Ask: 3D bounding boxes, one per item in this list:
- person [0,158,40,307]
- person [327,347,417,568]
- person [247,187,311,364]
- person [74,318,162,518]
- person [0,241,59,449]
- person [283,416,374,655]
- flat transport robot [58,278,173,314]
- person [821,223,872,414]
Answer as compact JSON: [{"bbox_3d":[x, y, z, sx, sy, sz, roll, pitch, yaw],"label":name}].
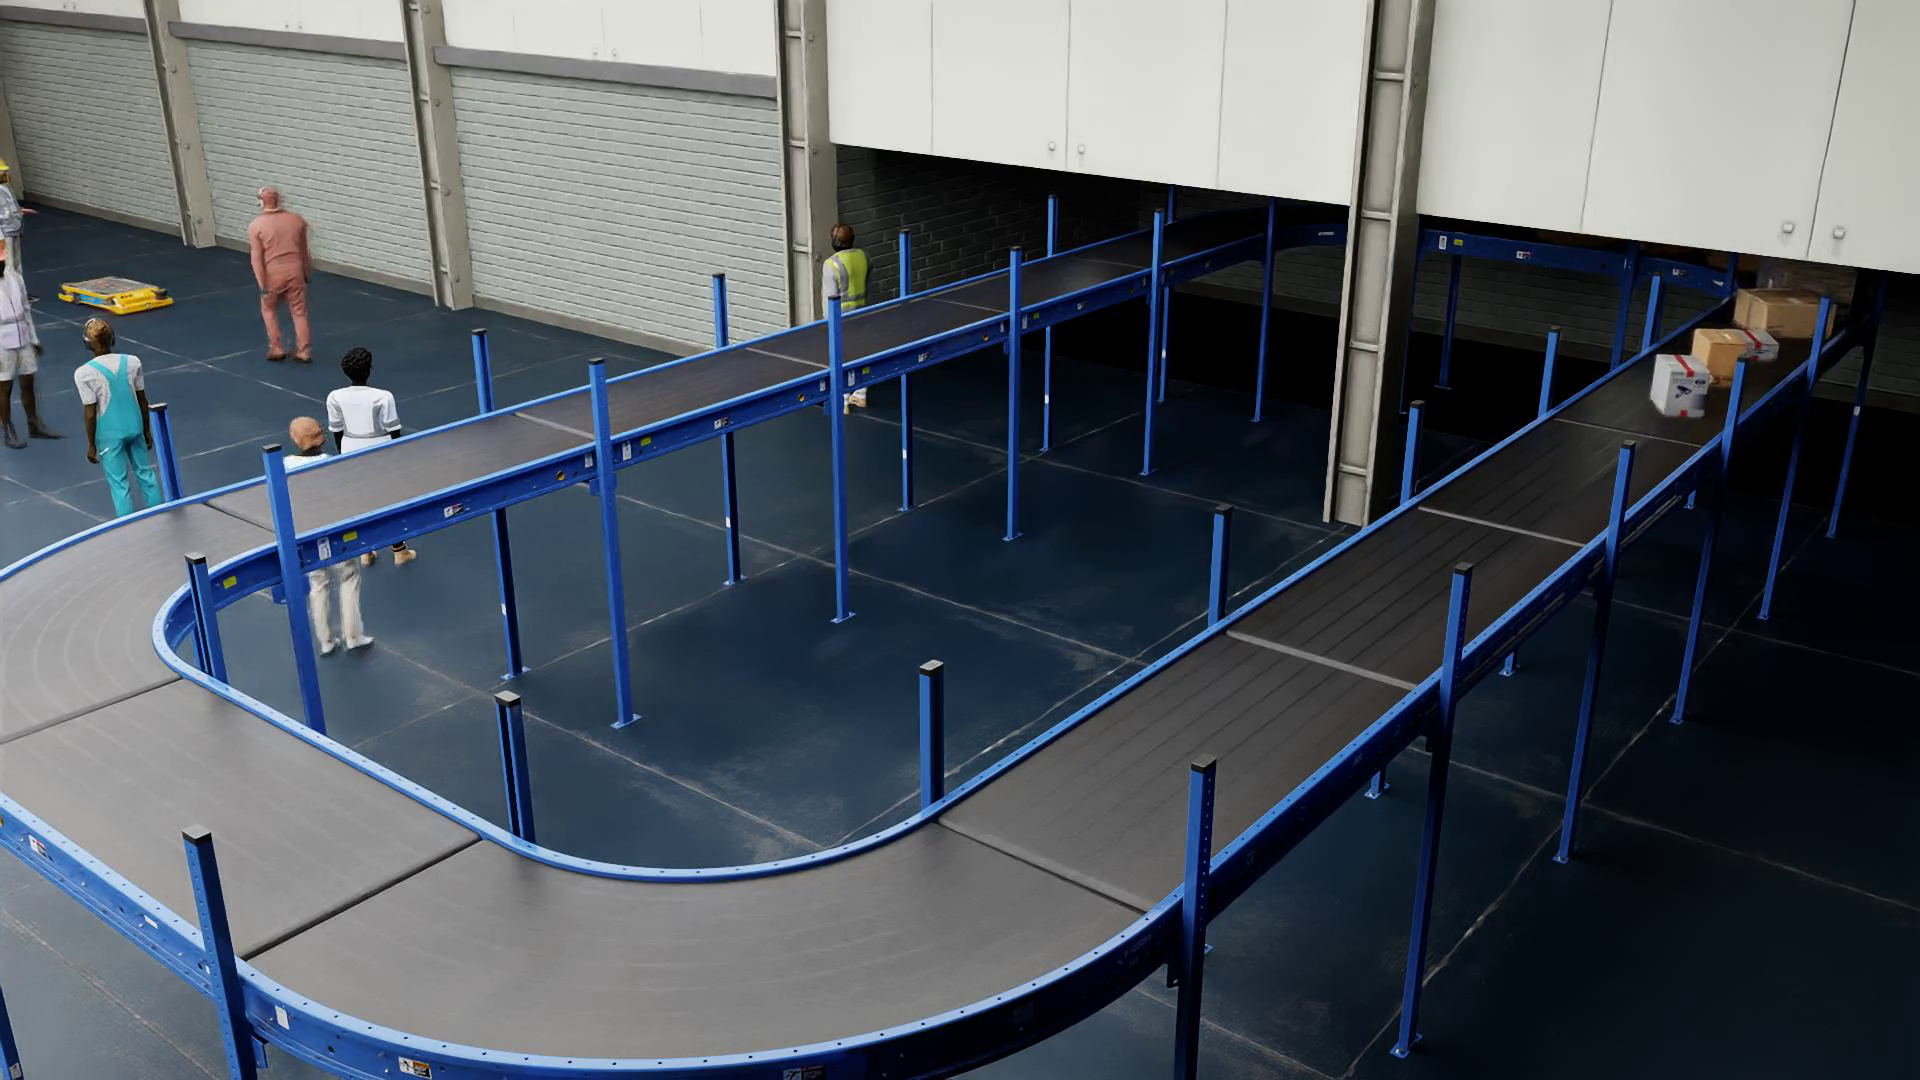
[{"bbox_3d":[-11.594,-3.762,20.247,0.404,1.832,0.595,-3,22,-8],"label":"person"},{"bbox_3d":[-4.394,-0.604,12.407,0.534,1.697,0.318,0,21,1],"label":"person"},{"bbox_3d":[-7.283,-2.834,17.815,0.660,1.884,0.677,-20,29,-41],"label":"person"},{"bbox_3d":[-6.404,-0.785,12.666,0.346,1.846,0.505,14,26,32],"label":"person"},{"bbox_3d":[-8.630,-1.801,15.128,0.372,1.934,0.557,8,23,19],"label":"person"},{"bbox_3d":[-4.247,-0.026,11.048,0.538,1.604,0.433,3,22,7],"label":"person"},{"bbox_3d":[-10.416,-3.031,20.486,1.431,0.197,0.652,14,25,32],"label":"flat transport robot"},{"bbox_3d":[-1.124,-2.154,16.148,0.429,1.842,0.634,16,27,35],"label":"person"}]
